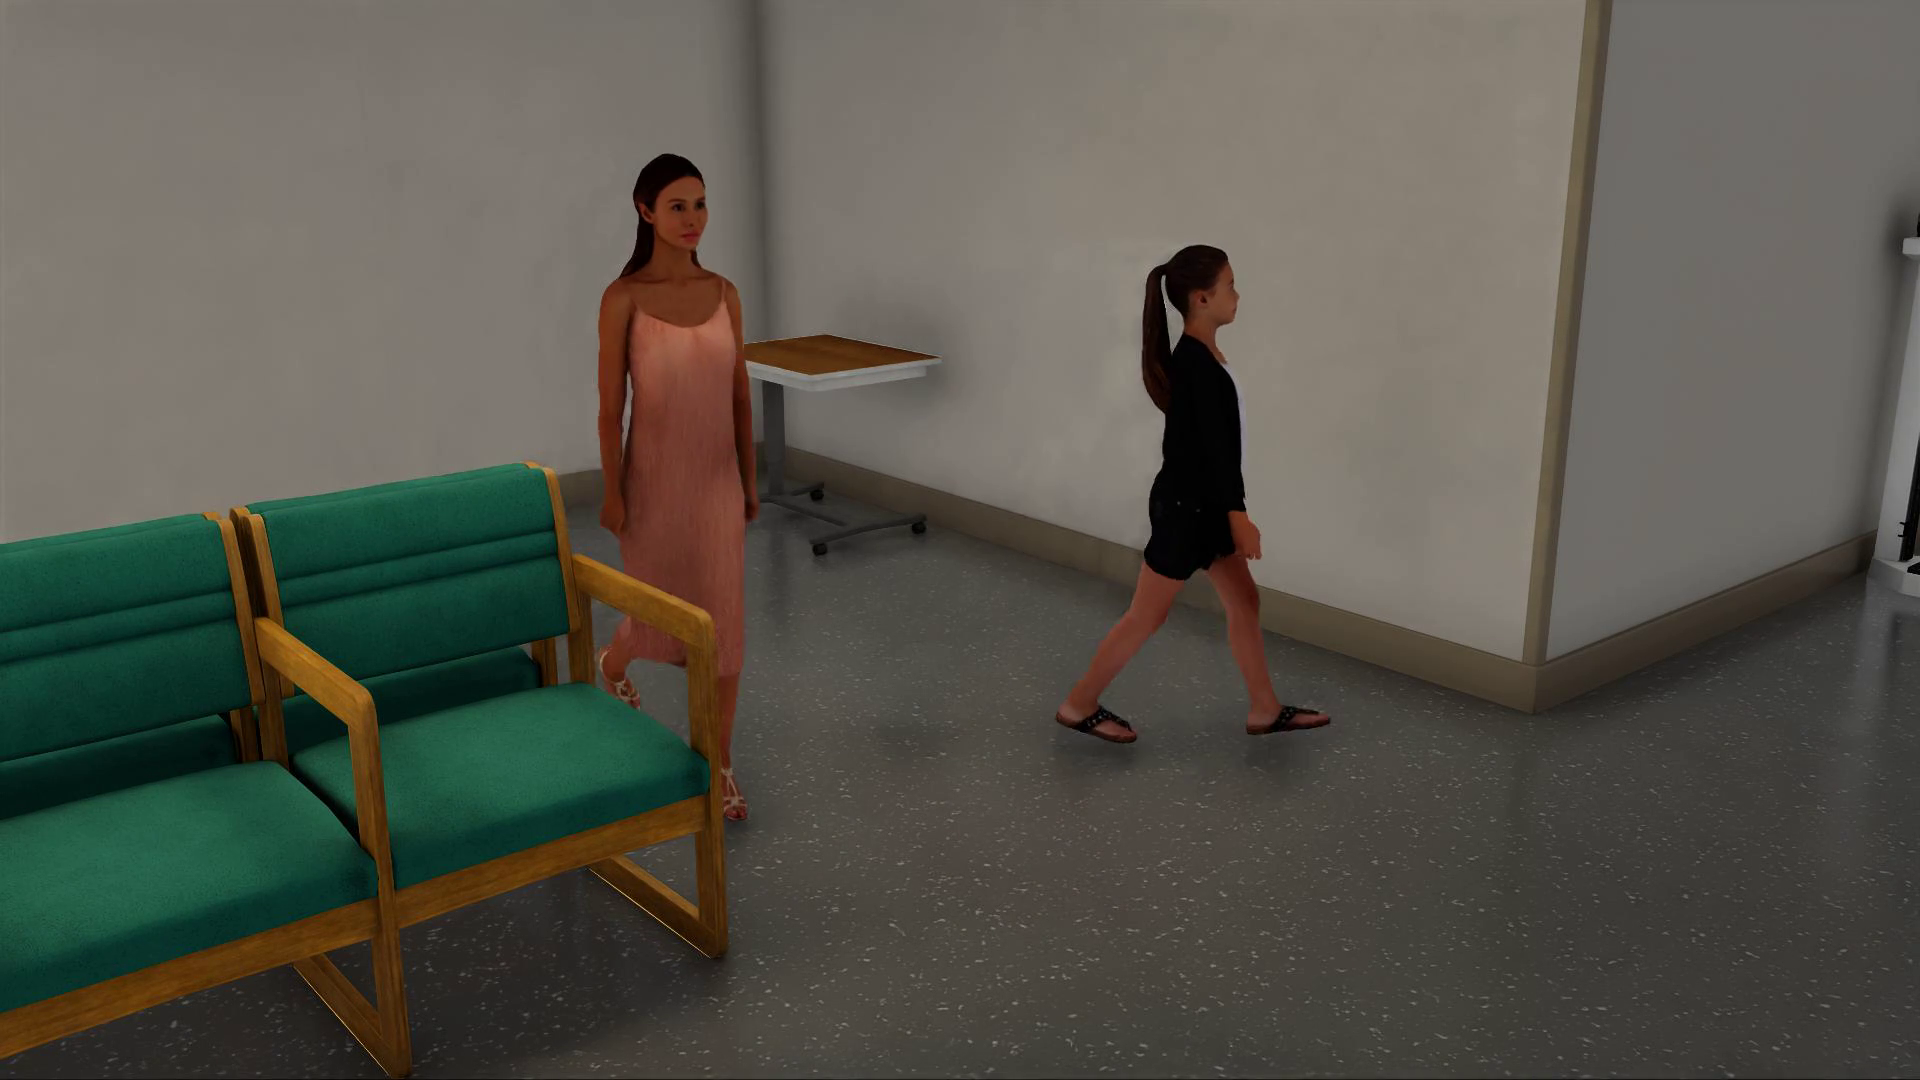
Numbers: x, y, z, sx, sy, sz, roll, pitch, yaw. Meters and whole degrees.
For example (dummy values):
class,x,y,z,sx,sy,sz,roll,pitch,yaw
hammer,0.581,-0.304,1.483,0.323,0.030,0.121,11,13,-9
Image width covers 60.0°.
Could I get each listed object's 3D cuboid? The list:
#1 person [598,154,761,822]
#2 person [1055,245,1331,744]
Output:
class,x,y,z,sx,sy,sz,roll,pitch,yaw
person,-0.824,-0.135,4.624,0.699,1.814,0.999,-11,19,-34
person,0.617,-0.082,4.979,1.077,1.519,0.990,2,16,6
